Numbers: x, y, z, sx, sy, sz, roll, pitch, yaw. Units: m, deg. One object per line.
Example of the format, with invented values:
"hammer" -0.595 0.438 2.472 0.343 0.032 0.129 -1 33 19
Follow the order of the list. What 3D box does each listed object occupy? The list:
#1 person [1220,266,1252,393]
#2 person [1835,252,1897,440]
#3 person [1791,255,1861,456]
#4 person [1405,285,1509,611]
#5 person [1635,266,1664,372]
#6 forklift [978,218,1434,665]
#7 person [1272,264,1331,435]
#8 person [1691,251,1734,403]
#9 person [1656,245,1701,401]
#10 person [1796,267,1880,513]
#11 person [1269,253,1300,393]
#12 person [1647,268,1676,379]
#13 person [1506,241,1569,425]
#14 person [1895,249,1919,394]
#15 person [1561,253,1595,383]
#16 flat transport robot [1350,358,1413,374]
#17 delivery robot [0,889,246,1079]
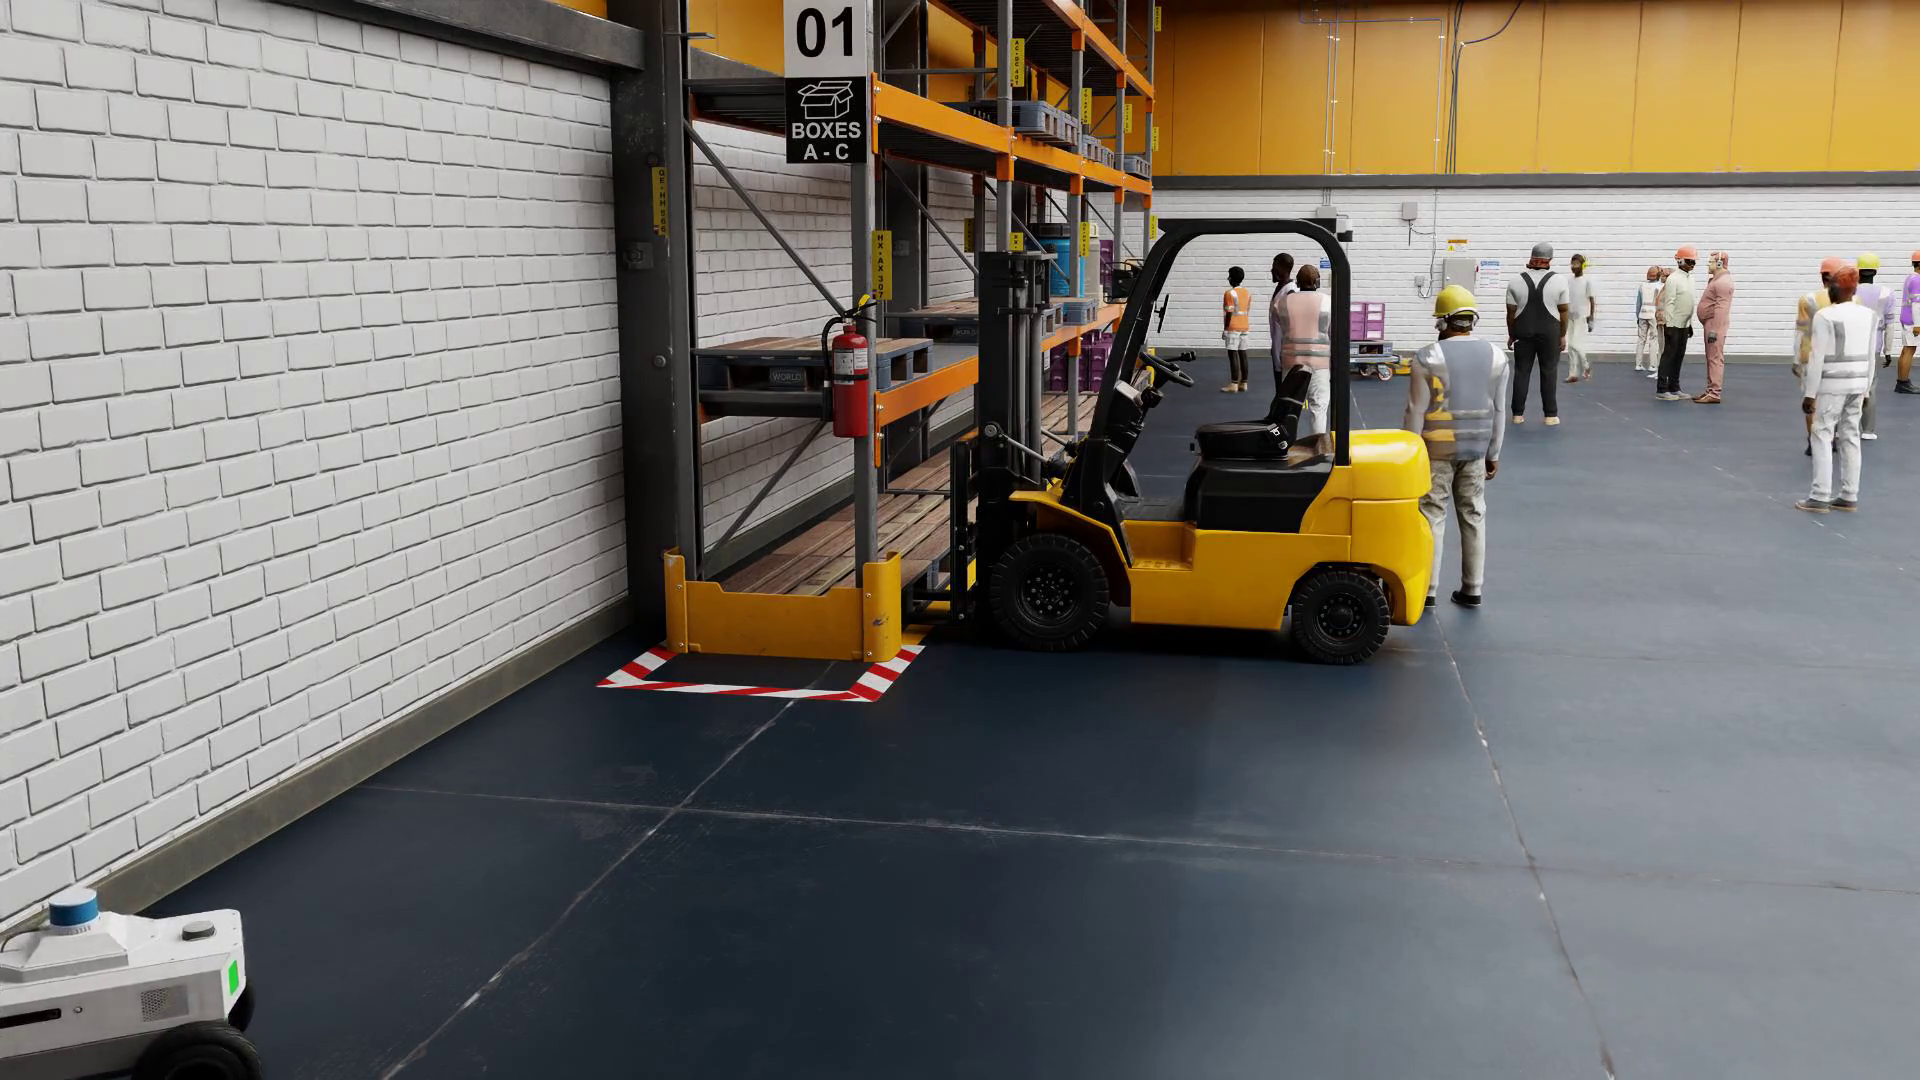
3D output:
"person" 3.715 -2.830 22.400 0.320 1.695 0.537 10 14 43
"person" 9.292 -1.989 17.151 0.593 1.930 0.355 6 12 31
"person" 8.258 -1.753 15.904 0.542 1.922 0.422 4 11 20
"person" 2.756 -0.507 9.327 0.595 1.823 0.403 -2 11 -12
"person" 10.747 -3.433 25.867 0.311 1.638 0.523 -6 12 -30
"forklift" 1.285 -0.567 8.635 2.313 2.155 1.214 2 11 11
"person" 3.154 -1.580 15.150 0.626 1.846 0.429 4 11 20
"person" 9.501 -2.676 20.985 0.408 1.908 0.642 4 11 20
"person" 9.235 -2.775 21.333 0.607 1.987 0.411 -9 14 -42
"person" 6.697 -1.137 12.690 0.581 1.867 0.391 -3 11 -17
"person" 3.469 -2.103 17.808 0.390 1.920 0.588 -1 10 -3
"person" 10.387 -3.181 24.487 0.308 1.641 0.511 1 10 6
"person" 6.471 -2.312 18.622 0.672 2.000 0.536 6 12 29
"person" 12.786 -2.923 22.255 0.361 1.938 0.545 4 11 21
"person" 8.790 -3.162 23.791 0.381 1.854 0.527 -5 11 -24
"flat transport robot" 6.322 -2.694 25.569 1.431 0.197 0.652 4 11 20
"delivery robot" -2.071 1.067 3.918 0.707 0.478 0.477 -5 11 -24
